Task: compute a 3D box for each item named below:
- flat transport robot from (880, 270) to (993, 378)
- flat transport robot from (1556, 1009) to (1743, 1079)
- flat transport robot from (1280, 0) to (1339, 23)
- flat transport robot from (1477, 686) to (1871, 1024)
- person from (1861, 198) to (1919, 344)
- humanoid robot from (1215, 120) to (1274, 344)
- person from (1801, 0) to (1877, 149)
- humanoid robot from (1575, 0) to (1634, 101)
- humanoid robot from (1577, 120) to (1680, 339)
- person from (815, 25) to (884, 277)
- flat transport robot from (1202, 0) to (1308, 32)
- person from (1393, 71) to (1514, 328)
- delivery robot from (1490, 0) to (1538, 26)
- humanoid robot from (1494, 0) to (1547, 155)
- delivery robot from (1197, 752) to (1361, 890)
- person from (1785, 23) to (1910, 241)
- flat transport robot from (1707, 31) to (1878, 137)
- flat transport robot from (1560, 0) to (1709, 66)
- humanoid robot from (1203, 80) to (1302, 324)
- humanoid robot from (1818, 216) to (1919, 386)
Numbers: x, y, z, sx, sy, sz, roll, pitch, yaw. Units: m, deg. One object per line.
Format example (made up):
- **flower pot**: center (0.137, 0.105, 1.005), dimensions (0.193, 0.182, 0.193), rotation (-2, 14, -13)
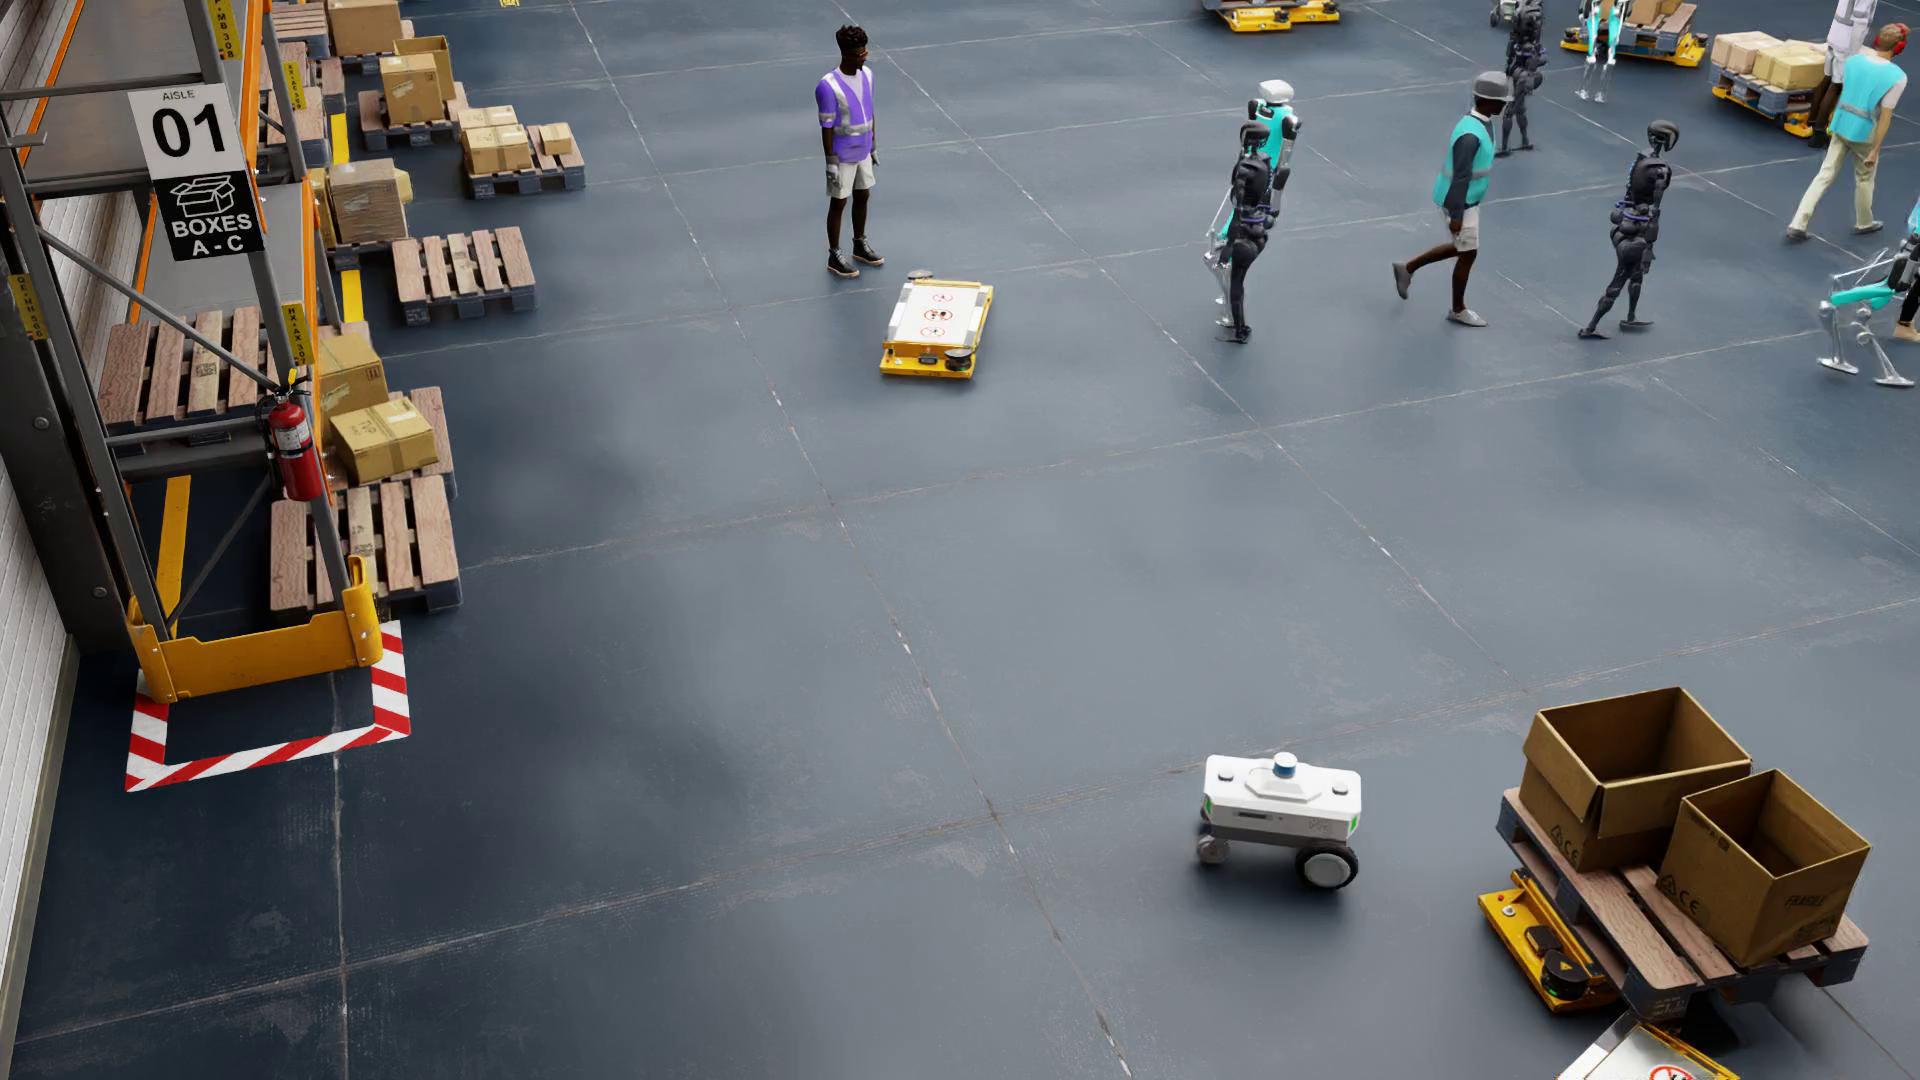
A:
- **flat transport robot**: center (-0.157, -1.604, 12.318), dimensions (0.659, 0.231, 1.431), rotation (4, 33, 6)
- **flat transport robot**: center (2.490, 2.332, 6.282), dimensions (1.431, 0.231, 0.659), rotation (-26, 41, -33)
- **flat transport robot**: center (3.960, -6.427, 19.716), dimensions (0.659, 0.231, 1.431), rotation (-4, 33, -6)
- **flat transport robot**: center (3.093, 1.653, 7.323), dimensions (1.431, 0.231, 0.659), rotation (-8, 34, -12)
- **person**: center (6.938, -2.237, 11.992), dimensions (0.477, 1.683, 0.533), rotation (10, 34, 15)
- **humanoid robot**: center (2.053, -2.199, 11.950), dimensions (0.324, 1.651, 0.589), rotation (16, 36, 23)
- **person**: center (8.239, -4.597, 15.393), dimensions (0.385, 1.930, 0.541), rotation (5, 33, 8)
- **humanoid robot**: center (6.433, -5.194, 16.543), dimensions (0.540, 1.851, 0.689), rotation (7, 34, 10)
- **humanoid robot**: center (4.910, -2.225, 11.990), dimensions (0.607, 1.637, 0.615), rotation (0, 33, 1)
- **person**: center (-0.850, -3.040, 12.980), dimensions (0.369, 1.958, 0.604), rotation (24, 40, 31)
- **flat transport robot**: center (3.316, -6.231, 19.415), dimensions (0.659, 0.231, 1.431), rotation (-5, 33, -8)
- **person**: center (3.657, -2.520, 12.224), dimensions (0.706, 1.912, 0.566), rotation (16, 36, 23)
- **delivery robot**: center (6.428, -6.203, 19.091), dimensions (0.499, 0.572, 0.747), rotation (15, 36, 21)
- **humanoid robot**: center (5.169, -4.345, 15.242), dimensions (0.435, 1.640, 0.590), rotation (-5, 33, -7)
- **delivery robot**: center (1.505, 1.251, 7.690), dimensions (0.786, 0.608, 0.499), rotation (6, 34, 9)
- **person**: center (7.303, -3.303, 13.529), dimensions (0.971, 1.794, 0.581), rotation (-16, 36, -23)
- **flat transport robot**: center (8.197, -4.322, 16.488), dimensions (0.659, 0.231, 1.431), rotation (-8, 34, -12)
- **flat transport robot**: center (7.394, -5.460, 18.233), dimensions (1.431, 0.231, 0.659), rotation (17, 37, 24)
- **humanoid robot**: center (2.027, -2.464, 12.321), dimensions (0.809, 1.795, 0.530), rotation (-15, 36, -22)
- **humanoid robot**: center (6.328, -1.871, 11.370), dimensions (0.922, 1.737, 0.536), rotation (19, 38, 27)
